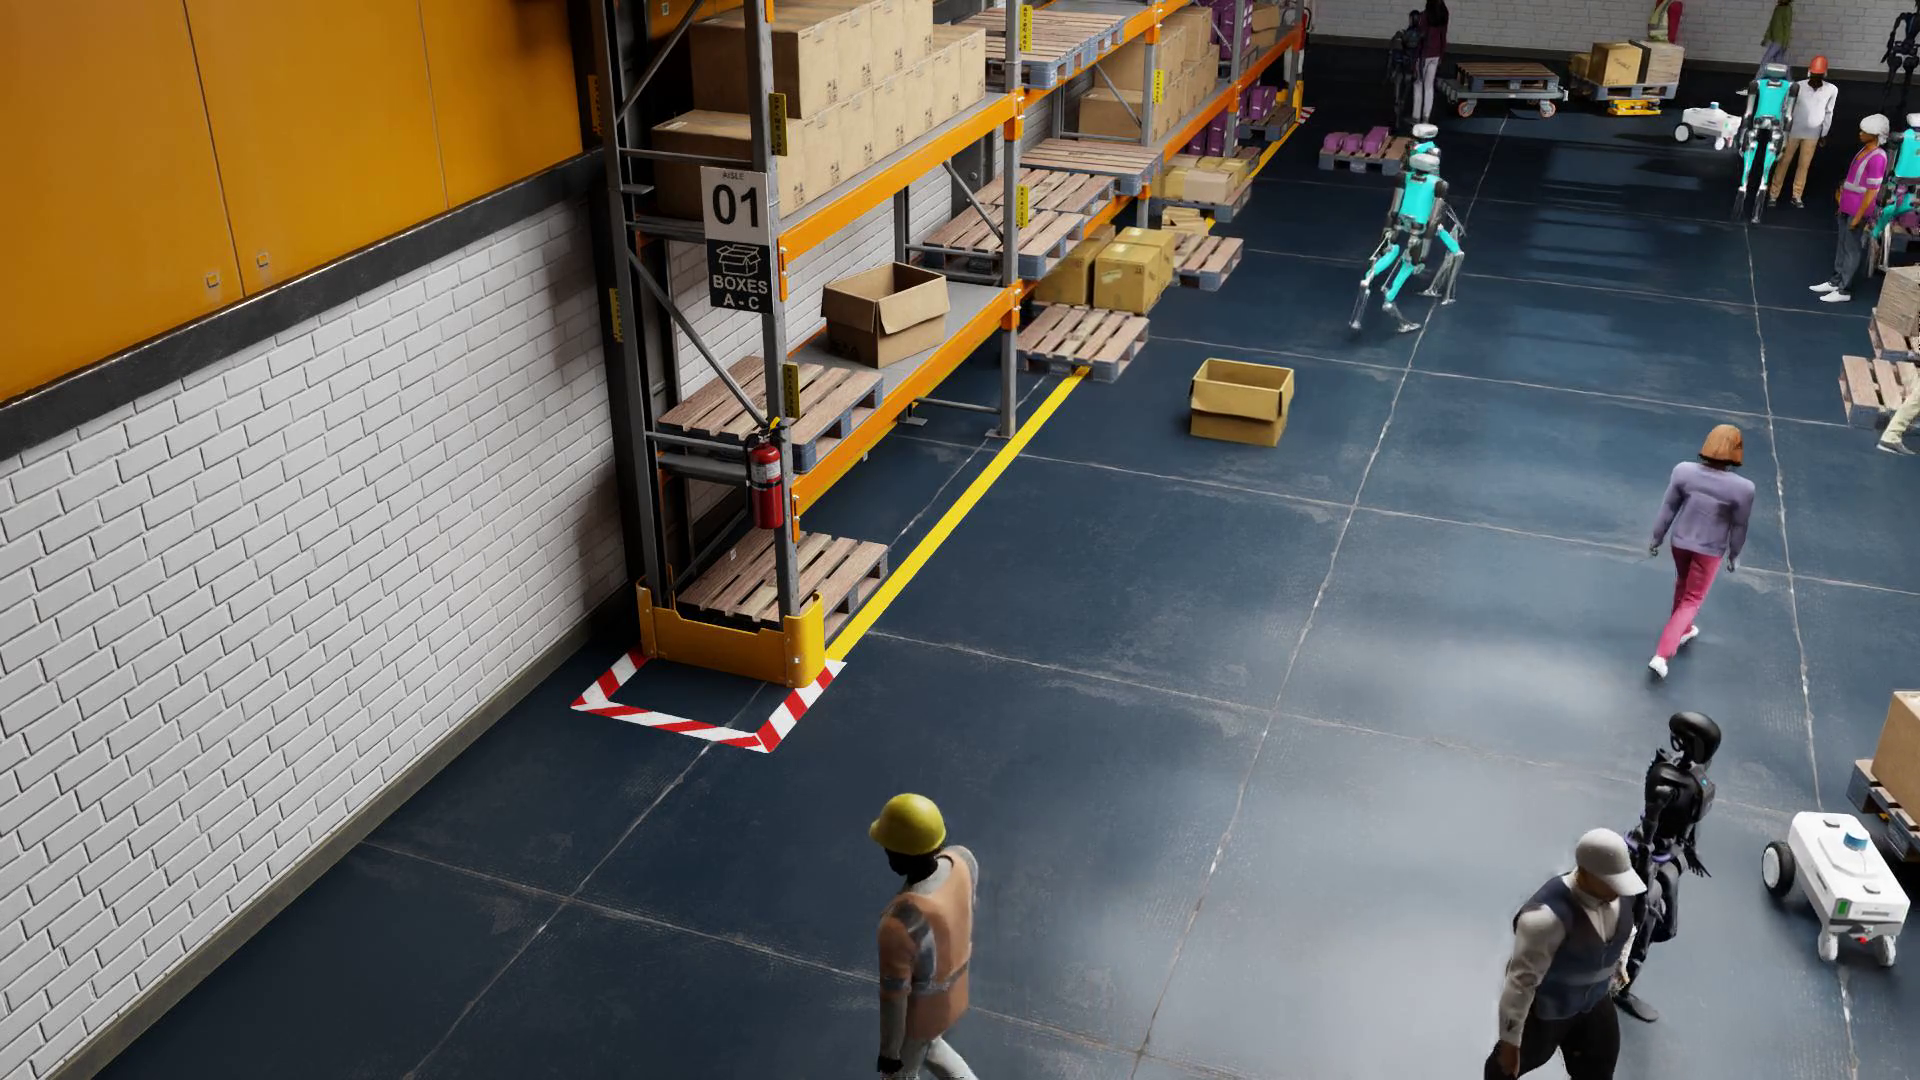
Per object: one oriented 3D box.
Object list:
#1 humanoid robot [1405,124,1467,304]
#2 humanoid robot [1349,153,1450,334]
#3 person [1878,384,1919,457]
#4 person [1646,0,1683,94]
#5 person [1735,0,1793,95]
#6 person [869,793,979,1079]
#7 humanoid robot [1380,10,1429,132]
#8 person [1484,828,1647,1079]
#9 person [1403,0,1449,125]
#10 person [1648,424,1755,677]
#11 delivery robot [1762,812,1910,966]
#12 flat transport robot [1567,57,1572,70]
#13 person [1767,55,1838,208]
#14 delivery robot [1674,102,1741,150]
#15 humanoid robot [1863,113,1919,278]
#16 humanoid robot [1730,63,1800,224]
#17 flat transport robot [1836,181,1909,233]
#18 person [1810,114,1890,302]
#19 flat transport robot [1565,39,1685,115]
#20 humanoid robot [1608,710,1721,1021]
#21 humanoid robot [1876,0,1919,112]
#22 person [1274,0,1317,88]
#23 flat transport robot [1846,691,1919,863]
[{"bbox_3d":[4.748,-3.204,16.377,0.800,1.784,0.609,-7,28,-14],"label":"humanoid robot"},{"bbox_3d":[3.944,-2.608,15.257,0.996,1.742,0.560,-22,35,-36],"label":"humanoid robot"},{"bbox_3d":[7.766,-1.377,12.874,0.893,1.675,0.615,15,31,27],"label":"person"},{"bbox_3d":[10.236,-7.246,24.126,0.561,1.818,0.717,-2,27,-4],"label":"person"},{"bbox_3d":[12.109,-7.394,24.649,0.865,1.586,0.520,3,27,6],"label":"person"},{"bbox_3d":[-0.116,1.797,6.476,0.593,1.909,0.595,15,31,27],"label":"person"},{"bbox_3d":[6.040,-6.373,22.615,0.609,1.633,0.725,-5,28,-9],"label":"humanoid robot"},{"bbox_3d":[2.436,1.883,6.506,0.806,1.720,0.854,-11,29,-20],"label":"person"},{"bbox_3d":[6.422,-6.673,22.874,0.508,1.942,0.525,-7,28,-14],"label":"person"},{"bbox_3d":[4.504,0.048,10.203,0.825,1.594,0.504,-22,35,-36],"label":"person"},{"bbox_3d":[4.347,1.662,8.186,0.499,0.568,0.747,2,27,5],"label":"delivery robot"},{"bbox_3d":[9.883,-7.255,25.823,0.659,0.231,1.431,5,28,9],"label":"flat transport robot"},{"bbox_3d":[9.806,-4.743,19.329,0.568,1.749,0.341,6,28,11],"label":"person"},{"bbox_3d":[9.986,-5.533,22.159,0.522,0.584,0.752,-17,32,-29],"label":"delivery robot"},{"bbox_3d":[9.523,-3.479,16.980,0.557,1.866,0.726,3,27,6],"label":"humanoid robot"},{"bbox_3d":[8.998,-4.385,18.689,0.544,1.817,0.688,13,30,23],"label":"humanoid robot"},{"bbox_3d":[10.531,-3.842,19.202,0.659,0.231,1.431,10,29,19],"label":"flat transport robot"},{"bbox_3d":[8.793,-3.259,16.351,0.340,1.847,0.507,5,28,10],"label":"person"},{"bbox_3d":[9.558,-6.427,24.216,0.659,0.231,1.431,-3,27,-6],"label":"flat transport robot"},{"bbox_3d":[3.069,1.426,7.455,0.482,1.642,0.596,24,36,38],"label":"humanoid robot"},{"bbox_3d":[13.479,-6.930,23.733,0.816,1.640,0.609,-24,36,-38],"label":"humanoid robot"},{"bbox_3d":[5.026,-7.814,25.093,0.659,1.929,0.438,-5,28,-10],"label":"person"},{"bbox_3d":[5.337,1.667,8.517,0.659,0.231,1.431,-1,27,-1],"label":"flat transport robot"}]
